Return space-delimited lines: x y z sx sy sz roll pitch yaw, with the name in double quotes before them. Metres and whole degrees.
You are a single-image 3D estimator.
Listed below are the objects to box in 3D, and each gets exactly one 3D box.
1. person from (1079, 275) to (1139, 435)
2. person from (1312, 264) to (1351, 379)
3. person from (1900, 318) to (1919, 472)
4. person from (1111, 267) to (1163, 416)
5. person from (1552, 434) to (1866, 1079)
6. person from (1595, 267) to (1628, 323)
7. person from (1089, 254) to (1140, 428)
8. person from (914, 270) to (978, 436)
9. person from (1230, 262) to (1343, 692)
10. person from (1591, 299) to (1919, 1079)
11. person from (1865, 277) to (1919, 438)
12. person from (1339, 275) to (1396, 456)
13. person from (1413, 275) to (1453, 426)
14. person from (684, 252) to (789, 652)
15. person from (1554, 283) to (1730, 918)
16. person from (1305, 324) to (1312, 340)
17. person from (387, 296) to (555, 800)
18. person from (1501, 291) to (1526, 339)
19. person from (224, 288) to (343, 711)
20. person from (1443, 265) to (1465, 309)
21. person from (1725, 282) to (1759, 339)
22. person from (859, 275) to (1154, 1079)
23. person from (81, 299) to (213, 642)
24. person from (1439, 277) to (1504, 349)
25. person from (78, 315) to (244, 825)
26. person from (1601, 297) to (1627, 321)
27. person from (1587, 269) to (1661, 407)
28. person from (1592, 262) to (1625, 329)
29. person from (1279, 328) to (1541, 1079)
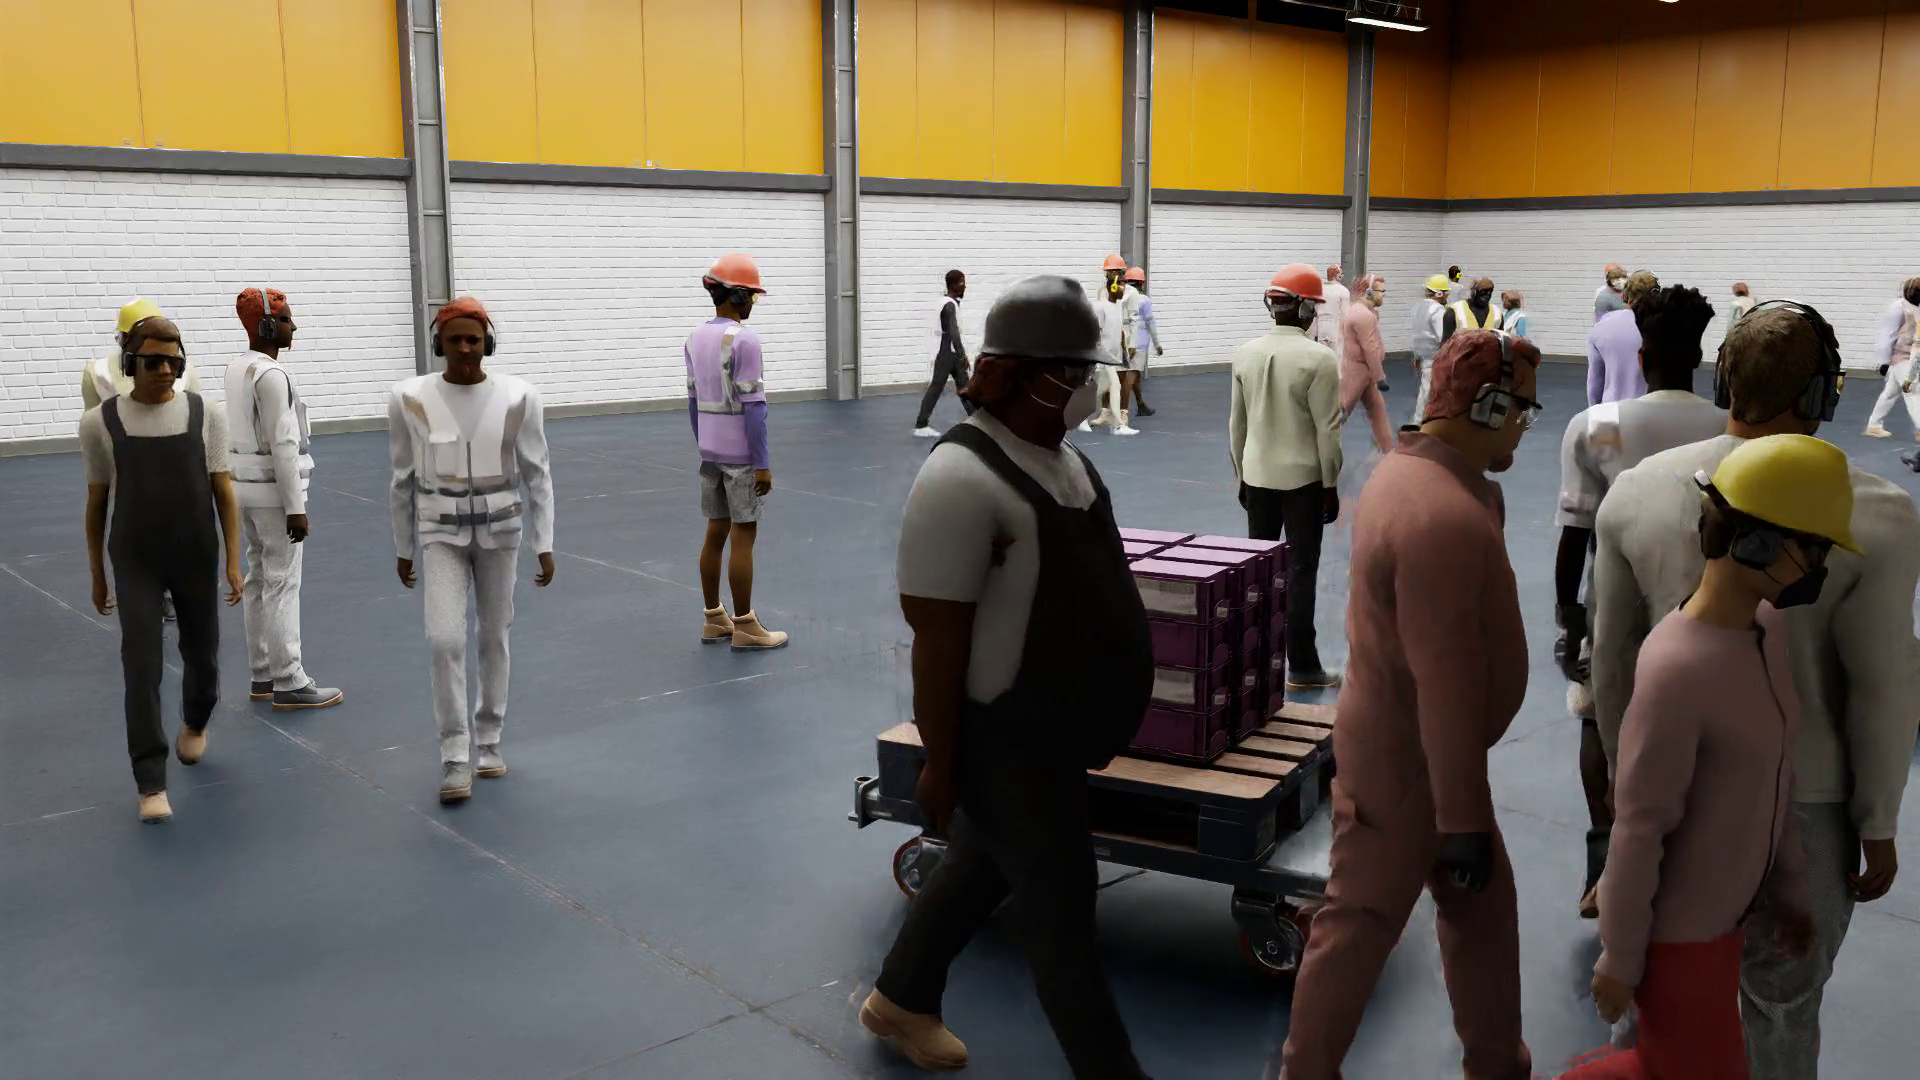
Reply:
"person" 1.671 -2.112 19.015 0.896 1.828 0.560 6 11 32
"person" 5.248 -2.914 23.393 0.408 1.909 0.638 -8 13 -40
"person" 8.964 -1.499 15.203 0.540 1.884 1.009 -1 10 -3
"person" 2.168 -2.453 20.747 0.942 1.896 0.556 -9 13 -42
"person" 1.240 0.655 3.004 0.731 1.733 0.535 8 12 39
"person" 8.168 -2.466 20.830 0.825 1.889 0.410 -10 14 -44
"person" 1.814 -2.342 19.639 0.605 2.045 0.377 8 12 38
"person" -0.058 -2.078 18.605 0.995 1.864 0.613 1 10 5
"person" 1.537 -0.292 7.787 0.384 1.993 0.609 -8 13 -40
"person" 1.566 0.497 3.331 0.373 1.940 0.628 -8 13 -40
"person" 10.437 -1.979 18.259 0.649 1.791 0.952 -6 12 -33
"person" 3.789 -1.558 15.649 1.038 1.845 0.634 3 10 18
"person" 5.481 -2.111 18.974 0.691 1.806 0.621 -1 10 -6
"person" -1.155 -0.448 8.560 0.381 2.042 0.604 -8 13 -40
"person" 2.059 0.224 4.902 0.601 1.943 0.483 3 10 18
"person" 4.880 -3.037 24.186 0.970 1.882 0.598 -8 13 -41
"person" -1.820 0.032 6.250 0.587 1.864 0.730 -4 10 -20
"person" 6.512 -2.176 19.966 0.783 1.606 0.529 -1 10 -8
"person" -3.066 -0.178 7.449 0.356 1.883 0.572 -8 13 -40
"person" 8.320 -3.696 28.100 0.329 1.864 0.512 -8 13 -40
"person" 12.561 -3.317 26.651 0.593 1.600 0.389 -3 10 -19
"person" 0.131 0.356 3.854 1.022 2.000 0.675 5 11 25
"person" -4.366 -0.387 8.976 0.605 1.808 0.792 -7 12 -35
"person" 5.114 -1.683 16.467 0.641 1.806 0.827 -2 10 -10
"person" -2.972 0.072 6.206 0.522 1.819 0.793 -6 11 -30
"person" 6.219 -1.488 15.362 0.592 1.790 0.968 6 11 31
"person" 4.386 -0.784 10.832 0.373 1.939 0.628 -8 13 -40
"person" 10.032 -3.303 25.622 0.565 1.919 0.431 7 12 36
"person" 1.103 0.484 3.598 0.849 1.862 0.705 2 10 13
